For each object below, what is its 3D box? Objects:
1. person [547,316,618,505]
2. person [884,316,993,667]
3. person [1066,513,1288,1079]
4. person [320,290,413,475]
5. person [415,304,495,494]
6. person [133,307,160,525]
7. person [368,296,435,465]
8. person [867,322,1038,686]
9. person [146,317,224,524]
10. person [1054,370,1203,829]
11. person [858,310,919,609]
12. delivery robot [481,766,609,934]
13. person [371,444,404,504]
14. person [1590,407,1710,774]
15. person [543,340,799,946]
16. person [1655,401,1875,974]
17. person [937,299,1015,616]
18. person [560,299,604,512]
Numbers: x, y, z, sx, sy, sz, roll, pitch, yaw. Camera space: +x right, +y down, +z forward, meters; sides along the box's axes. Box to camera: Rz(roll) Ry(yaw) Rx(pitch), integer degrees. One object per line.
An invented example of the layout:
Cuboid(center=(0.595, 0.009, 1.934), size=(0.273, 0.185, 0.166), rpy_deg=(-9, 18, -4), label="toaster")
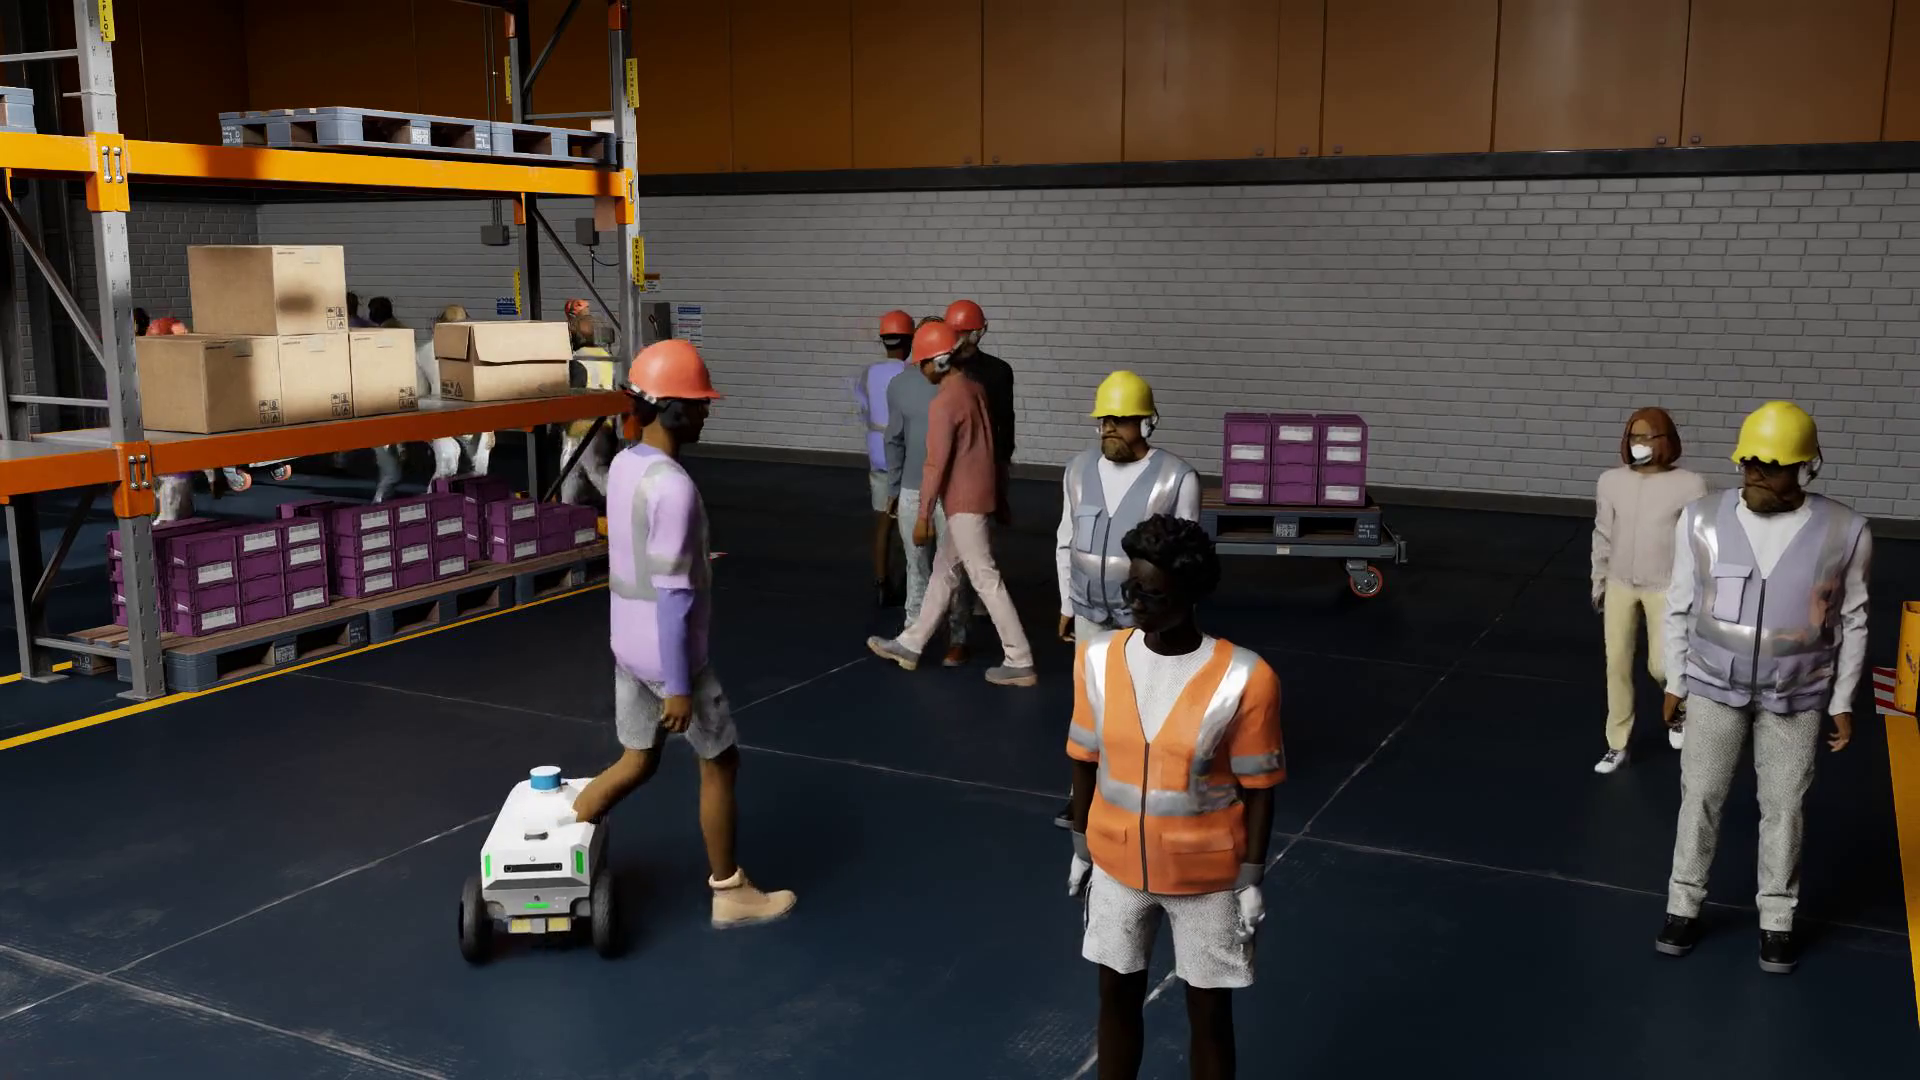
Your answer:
Cuboid(center=(-2.959, -0.883, 13.244), size=(0.978, 1.791, 0.635), rpy_deg=(1, 10, 9), label="person")
Cuboid(center=(-0.129, -0.265, 9.205), size=(0.631, 1.938, 0.362), rpy_deg=(4, 11, 23), label="person")
Cuboid(center=(0.489, 0.770, 3.911), size=(0.536, 1.695, 0.322), rpy_deg=(5, 11, 28), label="person")
Cuboid(center=(-6.119, -1.592, 16.996), size=(0.923, 1.911, 0.638), rpy_deg=(2, 10, 10), label="person")
Cuboid(center=(-3.950, -0.887, 12.977), size=(0.648, 1.896, 0.962), rpy_deg=(1, 10, 8), label="person")
Cuboid(center=(-6.646, -1.000, 13.748), size=(0.466, 1.838, 0.532), rpy_deg=(-4, 11, -21), label="person")
Cuboid(center=(-6.021, -1.712, 17.930), size=(0.694, 1.824, 0.649), rpy_deg=(-2, 10, -12), label="person")
Cuboid(center=(-0.026, -0.188, 8.801), size=(1.024, 1.916, 0.671), rpy_deg=(3, 10, 19), label="person")
Cuboid(center=(-4.985, -0.452, 10.473), size=(0.563, 1.896, 1.011), rpy_deg=(5, 11, 25), label="person")
Cuboid(center=(0.639, 0.255, 6.498), size=(0.591, 1.834, 0.404), rpy_deg=(5, 11, 28), label="person")
Cuboid(center=(-0.363, -0.520, 10.752), size=(0.558, 1.911, 0.628), rpy_deg=(7, 12, 34), label="person")
Cuboid(center=(-1.384, 1.004, 5.591), size=(0.477, 0.478, 0.707), rpy_deg=(-1, 10, -6), label="delivery robot")
Cuboid(center=(-4.627, -0.835, 13.400), size=(0.344, 1.629, 0.528), rpy_deg=(-4, 11, -23), label="person")
Cuboid(center=(3.043, 0.217, 7.334), size=(0.489, 1.625, 0.499), rpy_deg=(-10, 14, -44), label="person")
Cuboid(center=(-1.037, 0.354, 5.437), size=(0.943, 2.013, 0.620), rpy_deg=(-5, 11, -29), label="person")
Cuboid(center=(2.544, 0.467, 5.301), size=(0.591, 1.824, 0.404), rpy_deg=(5, 11, 28), label="person")
Cuboid(center=(0.039, -0.512, 10.478), size=(0.612, 1.991, 0.392), rpy_deg=(3, 10, 19), label="person")
Cuboid(center=(-3.319, -1.145, 14.458), size=(0.349, 1.882, 0.577), rpy_deg=(2, 10, 9), label="person")
